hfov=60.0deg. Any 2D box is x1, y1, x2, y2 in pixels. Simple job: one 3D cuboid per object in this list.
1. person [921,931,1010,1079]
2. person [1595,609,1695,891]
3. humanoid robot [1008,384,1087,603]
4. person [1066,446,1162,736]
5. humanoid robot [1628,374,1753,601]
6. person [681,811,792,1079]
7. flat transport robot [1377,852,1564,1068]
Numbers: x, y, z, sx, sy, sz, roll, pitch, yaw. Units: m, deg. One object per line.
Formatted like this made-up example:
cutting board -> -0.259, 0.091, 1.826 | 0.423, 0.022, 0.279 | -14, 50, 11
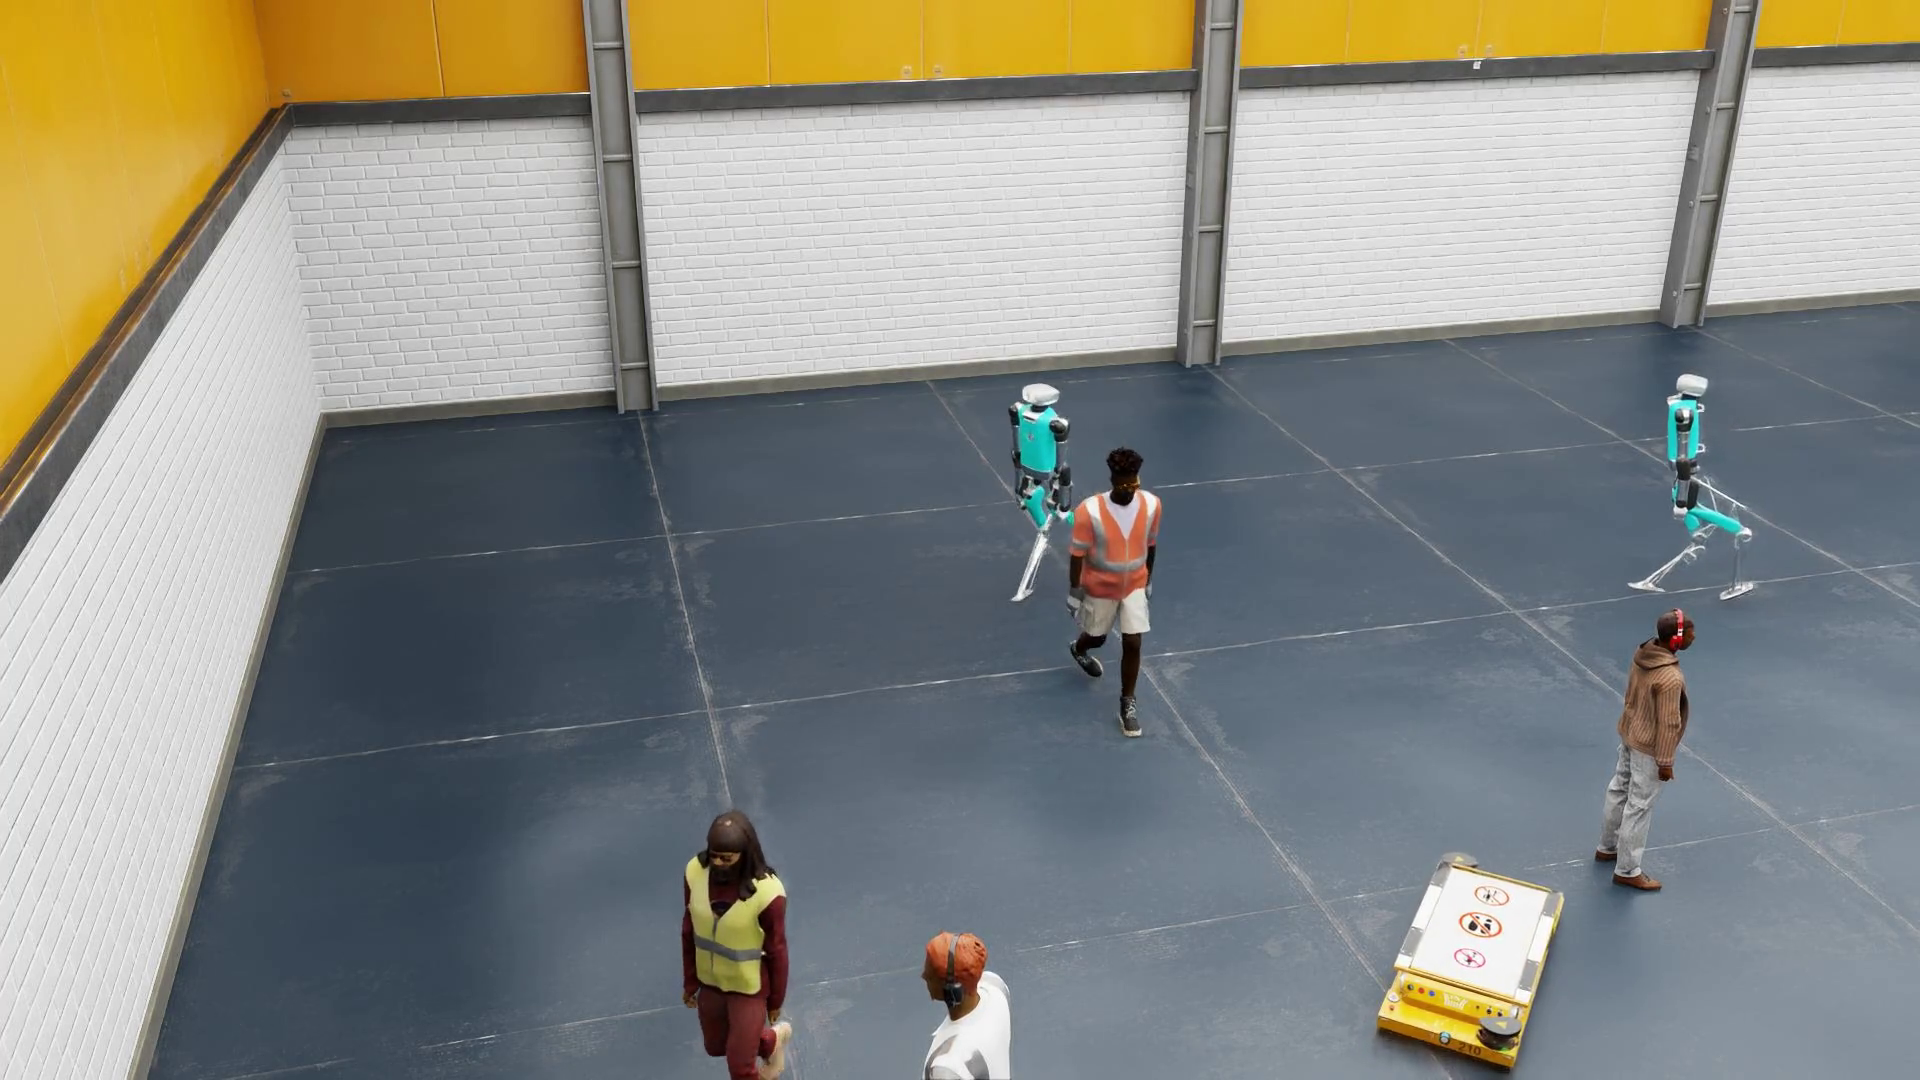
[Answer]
person -> 0.014, 2.261, 6.239 | 0.354, 1.878, 0.566 | 8, 25, 18
person -> 3.743, 1.124, 9.087 | 0.310, 1.650, 0.471 | -1, 24, -2
humanoid robot -> 0.793, -0.385, 12.469 | 0.556, 1.781, 0.916 | 21, 31, 39
person -> 0.965, 0.246, 10.760 | 0.624, 1.922, 0.867 | -6, 24, -14
humanoid robot -> 5.656, -0.334, 12.352 | 1.002, 1.773, 0.530 | 8, 25, 18
person -> -0.939, 1.894, 7.227 | 0.475, 1.746, 0.725 | 11, 26, 24
flat transport robot -> 2.655, 2.117, 8.553 | 0.659, 0.231, 1.431 | 12, 26, 25
